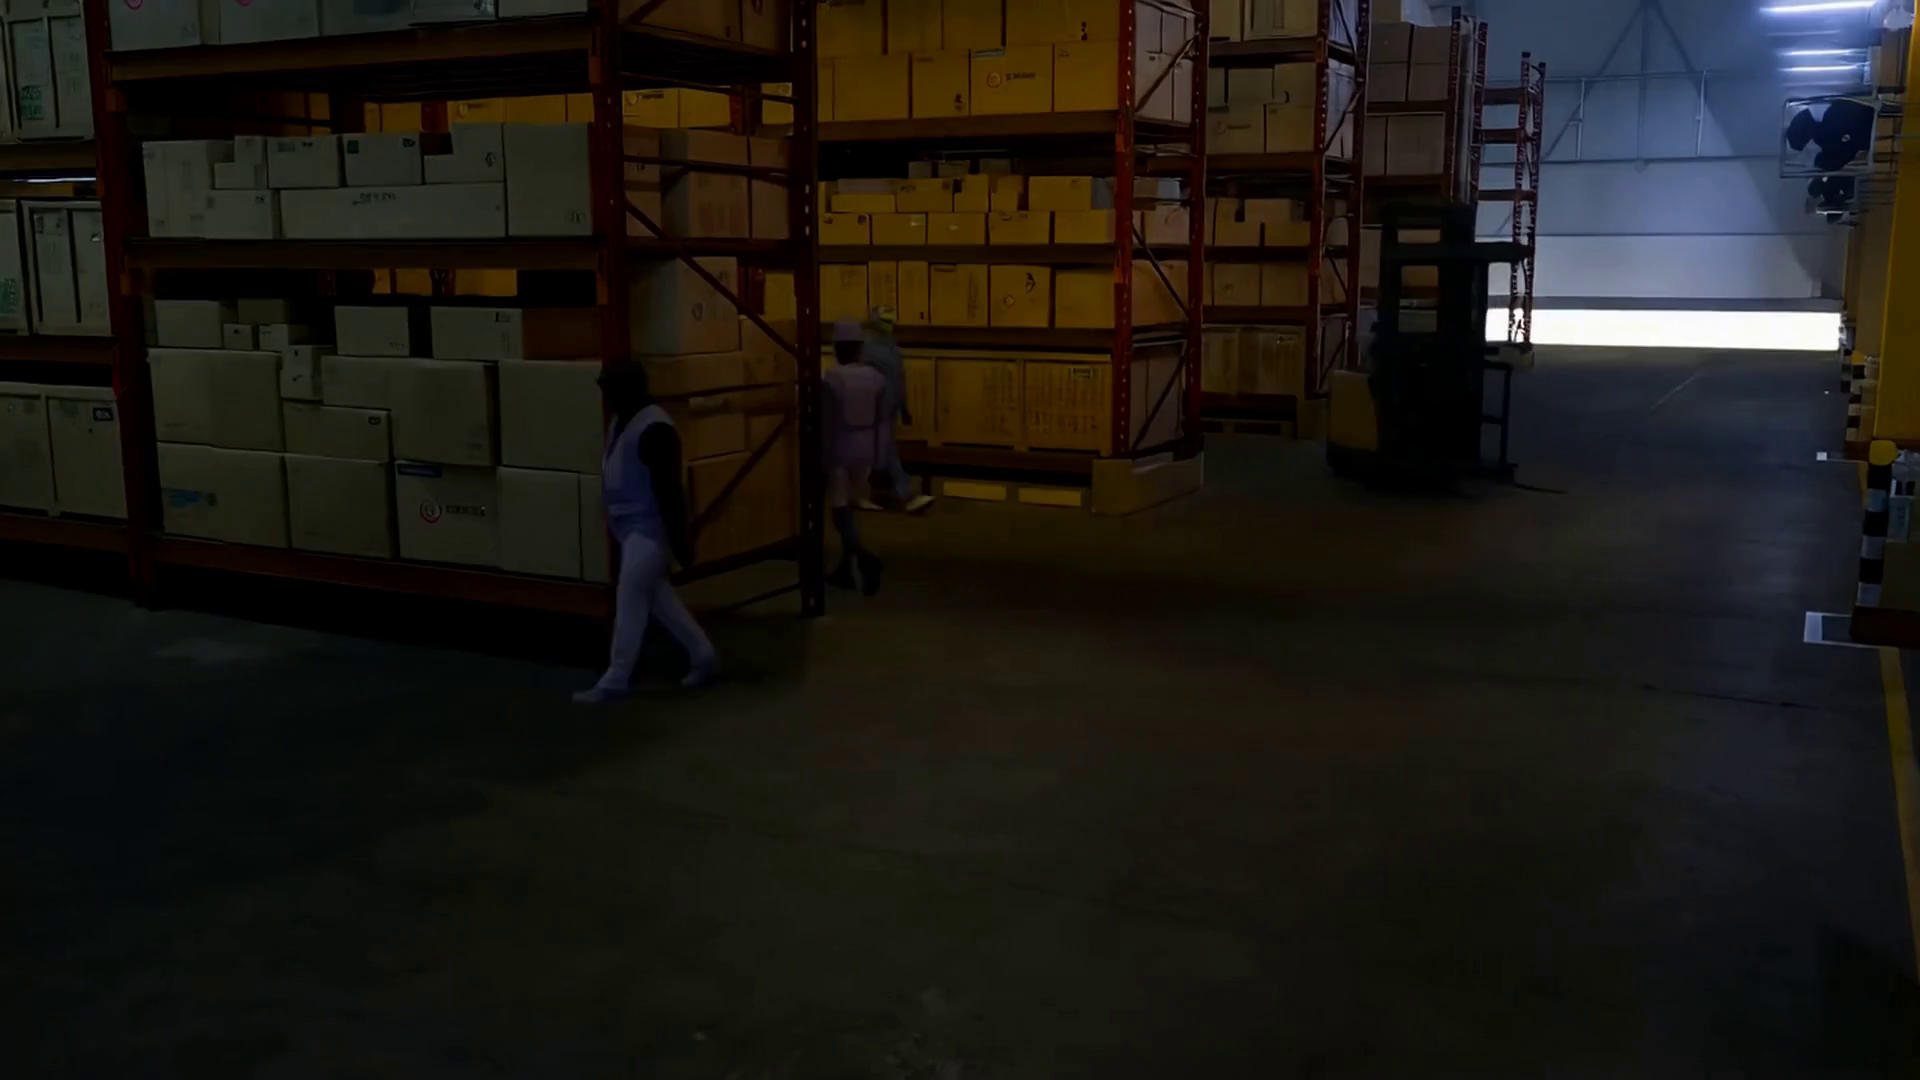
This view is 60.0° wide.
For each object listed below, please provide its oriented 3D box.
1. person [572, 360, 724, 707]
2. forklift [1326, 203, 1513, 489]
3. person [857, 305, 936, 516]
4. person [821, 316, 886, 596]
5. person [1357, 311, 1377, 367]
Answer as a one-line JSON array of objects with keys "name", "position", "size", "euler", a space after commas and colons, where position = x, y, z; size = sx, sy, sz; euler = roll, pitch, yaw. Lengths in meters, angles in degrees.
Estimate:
[{"name": "person", "position": [-1.620, -0.053, 8.723], "size": [0.860, 1.795, 0.672], "euler": [-5, 11, -28]}, {"name": "forklift", "position": [4.688, -2.034, 17.022], "size": [1.129, 2.768, 1.873], "euler": [-3, 10, -17]}, {"name": "person", "position": [-0.605, -1.144, 14.808], "size": [0.960, 1.855, 0.673], "euler": [5, 11, 26]}, {"name": "person", "position": [-0.726, -0.560, 11.308], "size": [0.552, 1.912, 0.827], "euler": [-6, 12, -32]}, {"name": "person", "position": [4.663, -1.733, 18.592], "size": [0.493, 1.730, 0.513], "euler": [4, 11, 24]}]
